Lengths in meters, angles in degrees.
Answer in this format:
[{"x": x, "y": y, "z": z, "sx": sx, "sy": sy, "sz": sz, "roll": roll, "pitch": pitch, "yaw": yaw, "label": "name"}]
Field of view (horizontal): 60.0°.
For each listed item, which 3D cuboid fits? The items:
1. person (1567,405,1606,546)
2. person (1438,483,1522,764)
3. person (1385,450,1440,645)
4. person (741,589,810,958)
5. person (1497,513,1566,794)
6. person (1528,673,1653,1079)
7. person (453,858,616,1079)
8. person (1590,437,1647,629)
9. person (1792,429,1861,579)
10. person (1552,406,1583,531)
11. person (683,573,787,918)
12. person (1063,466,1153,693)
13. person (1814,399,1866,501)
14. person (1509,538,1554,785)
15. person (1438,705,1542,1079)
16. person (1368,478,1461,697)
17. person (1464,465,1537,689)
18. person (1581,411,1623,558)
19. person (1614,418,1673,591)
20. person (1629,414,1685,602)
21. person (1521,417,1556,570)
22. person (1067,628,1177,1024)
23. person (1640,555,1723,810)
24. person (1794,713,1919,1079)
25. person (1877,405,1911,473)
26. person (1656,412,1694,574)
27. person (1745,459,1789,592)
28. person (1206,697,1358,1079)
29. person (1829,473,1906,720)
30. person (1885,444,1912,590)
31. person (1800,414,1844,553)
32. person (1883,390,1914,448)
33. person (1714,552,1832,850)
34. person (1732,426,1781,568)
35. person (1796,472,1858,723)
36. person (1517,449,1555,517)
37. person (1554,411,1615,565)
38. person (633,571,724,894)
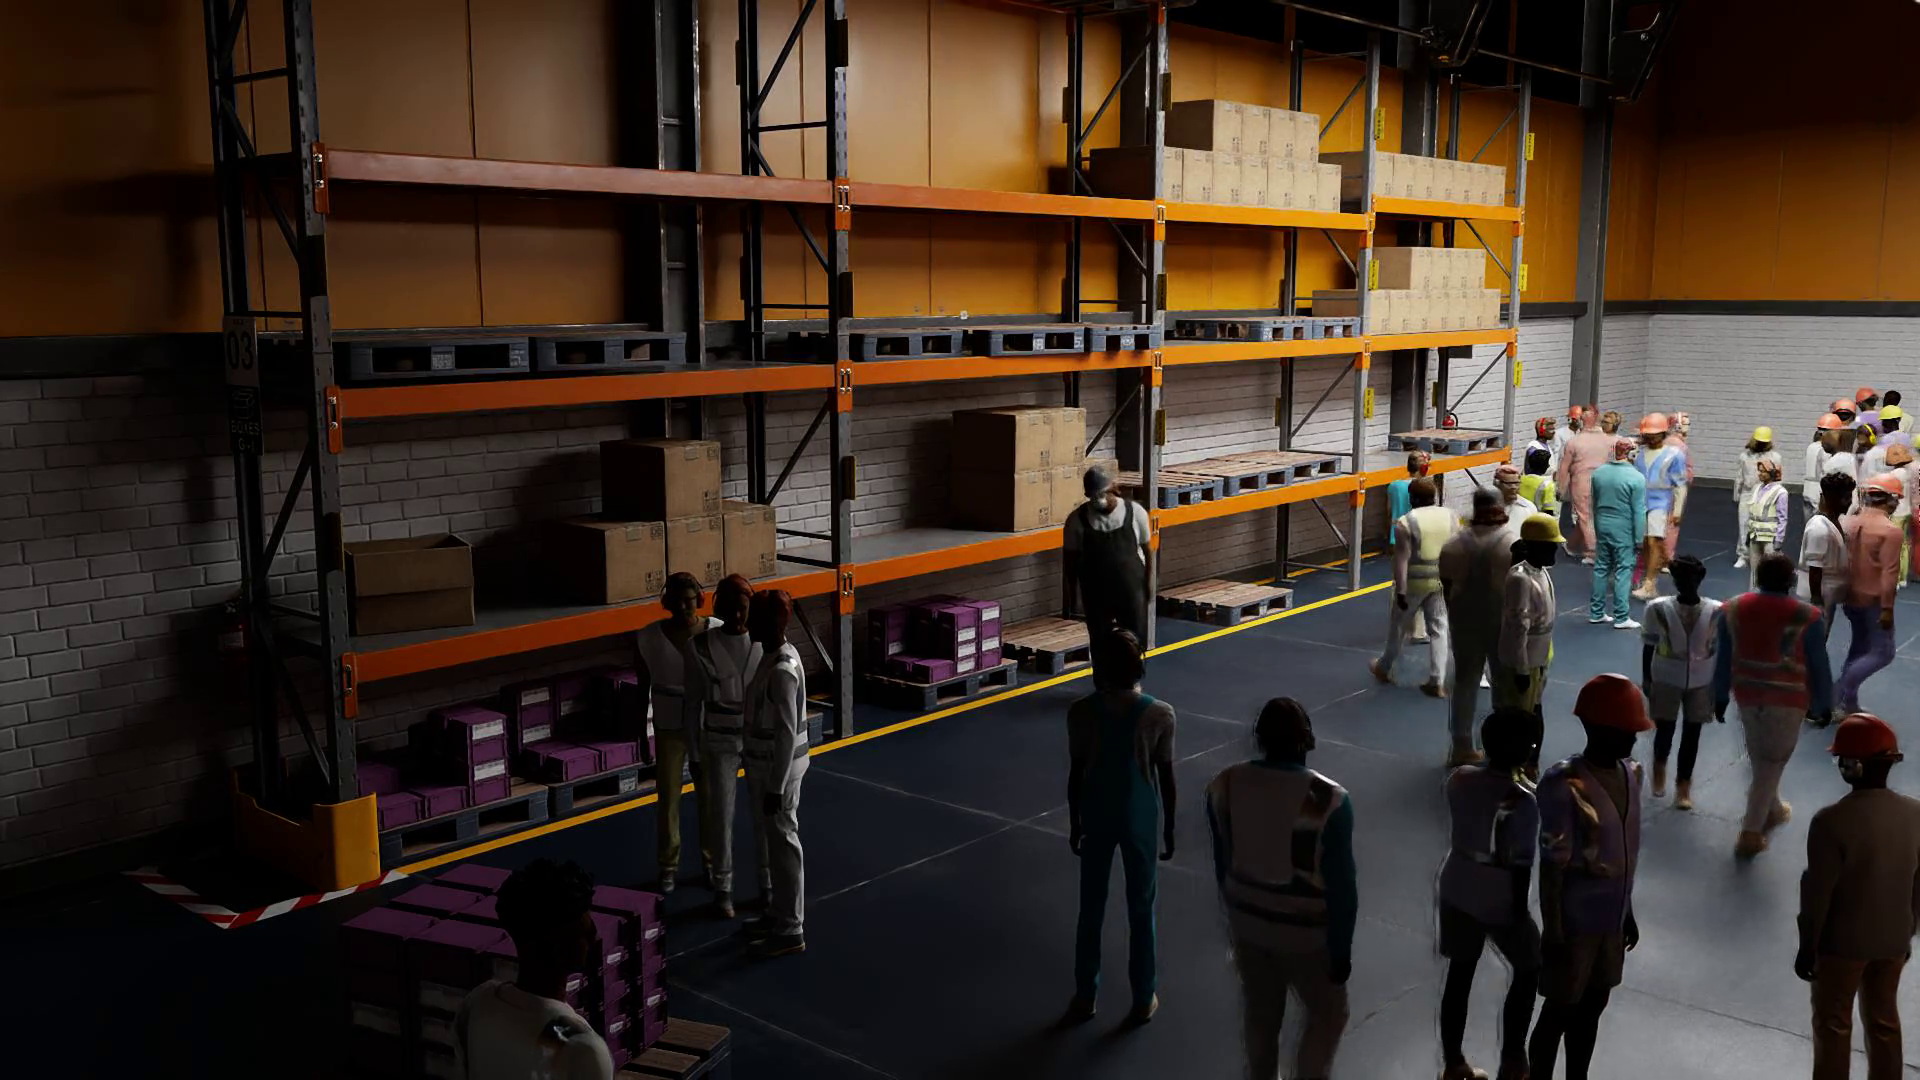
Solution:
[{"x": 8.228, "y": -0.848, "z": 21.711, "sx": 0.394, "sy": 1.836, "sz": 0.559, "roll": -3, "pitch": 9, "yaw": -16, "label": "person"}, {"x": 3.787, "y": 0.561, "z": 11.961, "sx": 0.704, "sy": 2.000, "sz": 0.960, "roll": 6, "pitch": 10, "yaw": 32, "label": "person"}, {"x": 4.275, "y": 0.071, "z": 15.756, "sx": 0.373, "sy": 1.840, "sz": 0.572, "roll": -7, "pitch": 11, "yaw": -39, "label": "person"}, {"x": -0.951, "y": 1.178, "z": 8.502, "sx": 0.355, "sy": 1.880, "sz": 0.574, "roll": -2, "pitch": 9, "yaw": -11, "label": "person"}, {"x": 3.750, "y": 0.773, "z": 10.955, "sx": 0.382, "sy": 1.928, "sz": 0.587, "roll": 5, "pitch": 10, "yaw": 30, "label": "person"}, {"x": 2.477, "y": 1.461, "z": 6.488, "sx": 0.548, "sy": 1.936, "sz": 0.378, "roll": -6, "pitch": 11, "yaw": -33, "label": "person"}, {"x": -1.052, "y": 1.782, "z": 4.333, "sx": 0.606, "sy": 1.963, "sz": 0.367, "roll": 8, "pitch": 12, "yaw": 41, "label": "person"}, {"x": 6.548, "y": -0.072, "z": 16.500, "sx": 0.399, "sy": 1.902, "sz": 0.642, "roll": -4, "pitch": 10, "yaw": -25, "label": "person"}, {"x": 9.675, "y": -0.336, "z": 18.505, "sx": 0.521, "sy": 1.799, "sz": 0.903, "roll": -7, "pitch": 11, "yaw": -39, "label": "person"}, {"x": 8.414, "y": -0.978, "z": 22.848, "sx": 0.573, "sy": 1.743, "sz": 0.350, "roll": 0, "pitch": 9, "yaw": 1, "label": "person"}, {"x": -1.196, "y": 1.104, "z": 8.989, "sx": 0.584, "sy": 1.879, "sz": 0.363, "roll": -3, "pitch": 9, "yaw": -19, "label": "person"}, {"x": 1.177, "y": 0.356, "z": 13.285, "sx": 0.723, "sy": 2.000, "sz": 0.627, "roll": 0, "pitch": 9, "yaw": 3, "label": "person"}, {"x": 10.597, "y": -0.687, "z": 20.067, "sx": 0.611, "sy": 2.030, "sz": 0.410, "roll": 4, "pitch": 10, "yaw": 27, "label": "person"}, {"x": 3.874, "y": 0.827, "z": 11.352, "sx": 0.322, "sy": 1.695, "sz": 0.536, "roll": 4, "pitch": 10, "yaw": 25, "label": "person"}, {"x": 2.273, "y": 1.510, "z": 7.012, "sx": 0.578, "sy": 1.669, "sz": 0.532, "roll": -5, "pitch": 10, "yaw": -28, "label": "person"}, {"x": 3.836, "y": 0.367, "z": 13.977, "sx": 0.637, "sy": 1.796, "sz": 0.904, "roll": -2, "pitch": 9, "yaw": -14, "label": "person"}, {"x": 4.578, "y": 0.307, "z": 14.052, "sx": 0.644, "sy": 1.902, "sz": 0.399, "roll": -1, "pitch": 9, "yaw": -7, "label": "person"}, {"x": 7.951, "y": -0.658, "z": 20.450, "sx": 0.345, "sy": 1.847, "sz": 0.508, "roll": -3, "pitch": 9, "yaw": -17, "label": "person"}, {"x": 7.481, "y": -0.373, "z": 18.234, "sx": 0.625, "sy": 1.967, "sz": 0.520, "roll": -1, "pitch": 9, "yaw": -9, "label": "person"}, {"x": 7.377, "y": -0.346, "z": 17.904, "sx": 0.826, "sy": 2.007, "sz": 0.630, "roll": -7, "pitch": 11, "yaw": -37, "label": "person"}, {"x": 6.830, "y": -0.537, "z": 19.719, "sx": 0.390, "sy": 1.837, "sz": 0.562, "roll": 6, "pitch": 11, "yaw": 35, "label": "person"}, {"x": 0.747, "y": 1.321, "z": 7.718, "sx": 0.506, "sy": 1.838, "sz": 0.333, "roll": 2, "pitch": 9, "yaw": 11, "label": "person"}, {"x": 4.695, "y": 0.920, "z": 10.780, "sx": 0.545, "sy": 1.673, "sz": 0.366, "roll": 2, "pitch": 9, "yaw": 15, "label": "person"}, {"x": 3.535, "y": 1.544, "z": 6.581, "sx": 0.570, "sy": 1.743, "sz": 0.354, "roll": -3, "pitch": 9, "yaw": -16, "label": "person"}, {"x": 11.484, "y": -0.707, "z": 20.563, "sx": 0.592, "sy": 1.912, "sz": 0.399, "roll": -7, "pitch": 11, "yaw": -38, "label": "person"}, {"x": 8.416, "y": -0.556, "z": 19.594, "sx": 0.407, "sy": 1.906, "sz": 0.655, "roll": 0, "pitch": 9, "yaw": 3, "label": "person"}, {"x": 8.180, "y": -0.005, "z": 16.898, "sx": 0.305, "sy": 1.639, "sz": 0.522, "roll": -2, "pitch": 9, "yaw": -11, "label": "person"}, {"x": 1.269, "y": 1.512, "z": 6.514, "sx": 0.639, "sy": 1.823, "sz": 0.445, "roll": 7, "pitch": 11, "yaw": 39, "label": "person"}, {"x": 7.010, "y": 0.458, "z": 12.878, "sx": 0.569, "sy": 1.958, "sz": 0.662, "roll": 0, "pitch": 9, "yaw": -2, "label": "person"}, {"x": 10.452, "y": -0.259, "z": 18.593, "sx": 0.497, "sy": 1.626, "sz": 0.286, "roll": -8, "pitch": 12, "yaw": -42, "label": "person"}, {"x": 9.870, "y": -0.480, "z": 19.044, "sx": 0.387, "sy": 1.929, "sz": 0.544, "roll": 0, "pitch": 9, "yaw": 1, "label": "person"}, {"x": 12.971, "y": -1.124, "z": 23.227, "sx": 0.598, "sy": 1.915, "sz": 0.378, "roll": -1, "pitch": 9, "yaw": -5, "label": "person"}, {"x": 4.979, "y": 0.963, "z": 10.196, "sx": 0.953, "sy": 1.793, "sz": 0.629, "roll": -6, "pitch": 11, "yaw": -36, "label": "person"}, {"x": 9.495, "y": -0.506, "z": 19.866, "sx": 0.529, "sy": 1.721, "sz": 0.375, "roll": 7, "pitch": 11, "yaw": 38, "label": "person"}, {"x": 6.746, "y": 0.437, "z": 13.000, "sx": 0.364, "sy": 1.962, "sz": 0.613, "roll": 6, "pitch": 11, "yaw": 36, "label": "person"}, {"x": 6.018, "y": -0.117, "z": 17.475, "sx": 0.320, "sy": 1.687, "sz": 0.539, "roll": -5, "pitch": 10, "yaw": -29, "label": "person"}, {"x": 7.622, "y": -0.647, "z": 20.366, "sx": 0.670, "sy": 1.844, "sz": 1.000, "roll": -2, "pitch": 9, "yaw": -13, "label": "person"}, {"x": -1.534, "y": 1.071, "z": 9.352, "sx": 0.566, "sy": 1.835, "sz": 0.386, "roll": -2, "pitch": 9, "yaw": -13, "label": "person"}]
